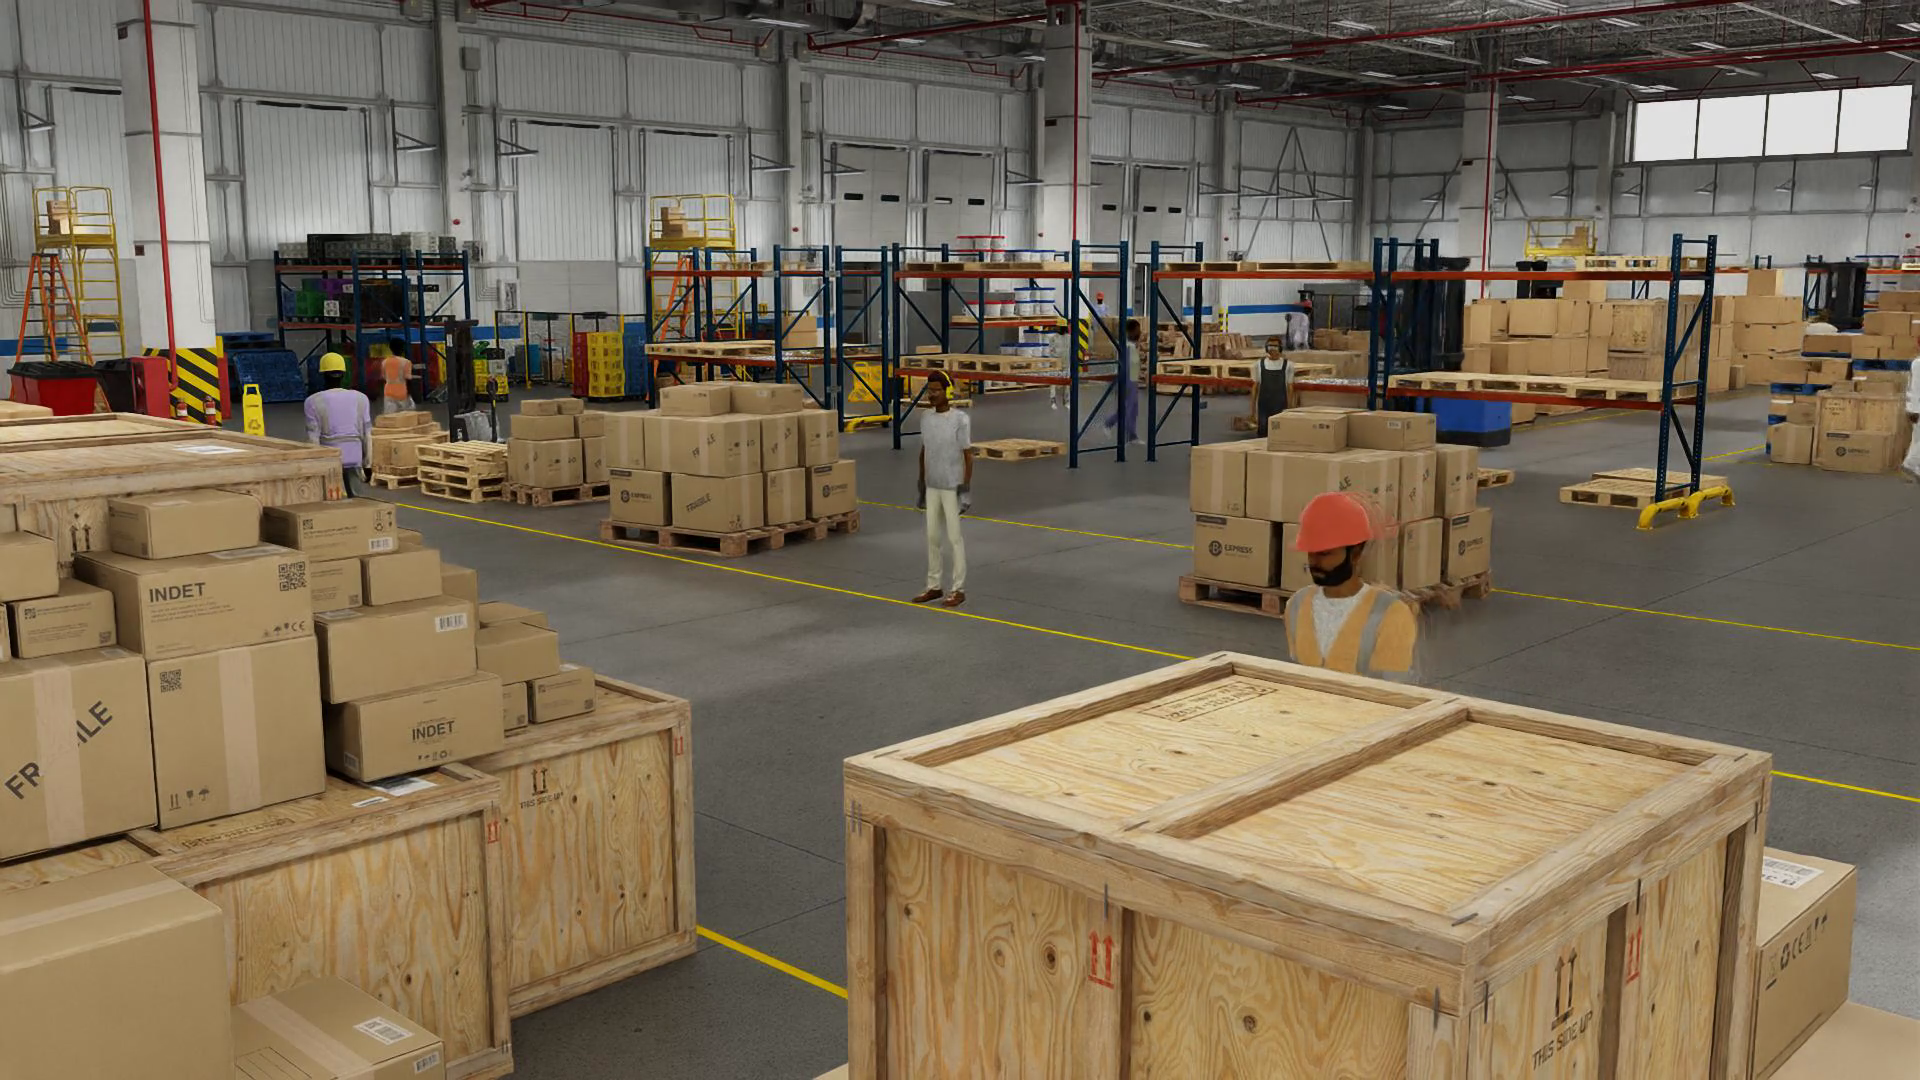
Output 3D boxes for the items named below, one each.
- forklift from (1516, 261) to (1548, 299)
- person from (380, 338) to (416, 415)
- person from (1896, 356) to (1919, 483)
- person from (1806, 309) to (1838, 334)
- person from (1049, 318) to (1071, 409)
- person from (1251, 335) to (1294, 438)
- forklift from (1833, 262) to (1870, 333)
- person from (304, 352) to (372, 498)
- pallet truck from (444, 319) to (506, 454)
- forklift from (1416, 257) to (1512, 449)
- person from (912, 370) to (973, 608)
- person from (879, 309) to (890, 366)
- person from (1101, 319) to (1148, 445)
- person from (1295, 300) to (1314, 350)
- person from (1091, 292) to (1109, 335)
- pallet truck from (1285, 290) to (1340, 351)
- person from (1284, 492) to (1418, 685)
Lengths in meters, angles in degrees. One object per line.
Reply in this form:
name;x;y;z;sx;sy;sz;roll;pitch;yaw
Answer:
forklift;12.924;-4.937;37.813;1.873;2.768;1.129;9;13;43
person;-8.043;-2.081;23.997;0.549;1.654;0.843;3;10;18
person;11.903;-1.616;20.528;0.413;1.872;0.602;8;12;40
person;16.322;-3.411;31.472;1.007;1.883;0.648;-6;11;-34
person;1.919;-3.342;31.531;0.484;1.739;0.319;-2;9;-12
person;3.884;-1.629;20.696;0.513;1.845;0.336;2;10;13
forklift;22.771;-5.709;42.546;1.129;2.768;1.873;-6;11;-33
person;-5.476;-0.685;14.658;0.591;1.925;0.385;-9;13;-44
pallet truck;-6.981;-1.942;22.150;1.885;1.965;0.823;1;9;9
forklift;7.134;-2.785;24.619;1.873;2.768;1.129;9;13;43
person;-0.134;-0.402;13.102;0.532;1.868;0.310;7;12;38
person;-2.010;-5.351;44.181;0.312;1.633;0.520;1;9;5
person;2.498;-2.383;25.148;0.675;1.906;0.589;3;10;17
person;8.331;-4.946;40.930;0.906;1.894;0.590;0;9;-2
person;4.331;-6.699;51.531;0.544;1.930;0.388;1;9;4
pallet truck;11.297;-6.951;52.861;1.885;1.965;0.823;-5;11;-29
person;1.379;0.765;5.899;0.974;1.899;0.563;-9;13;-44
